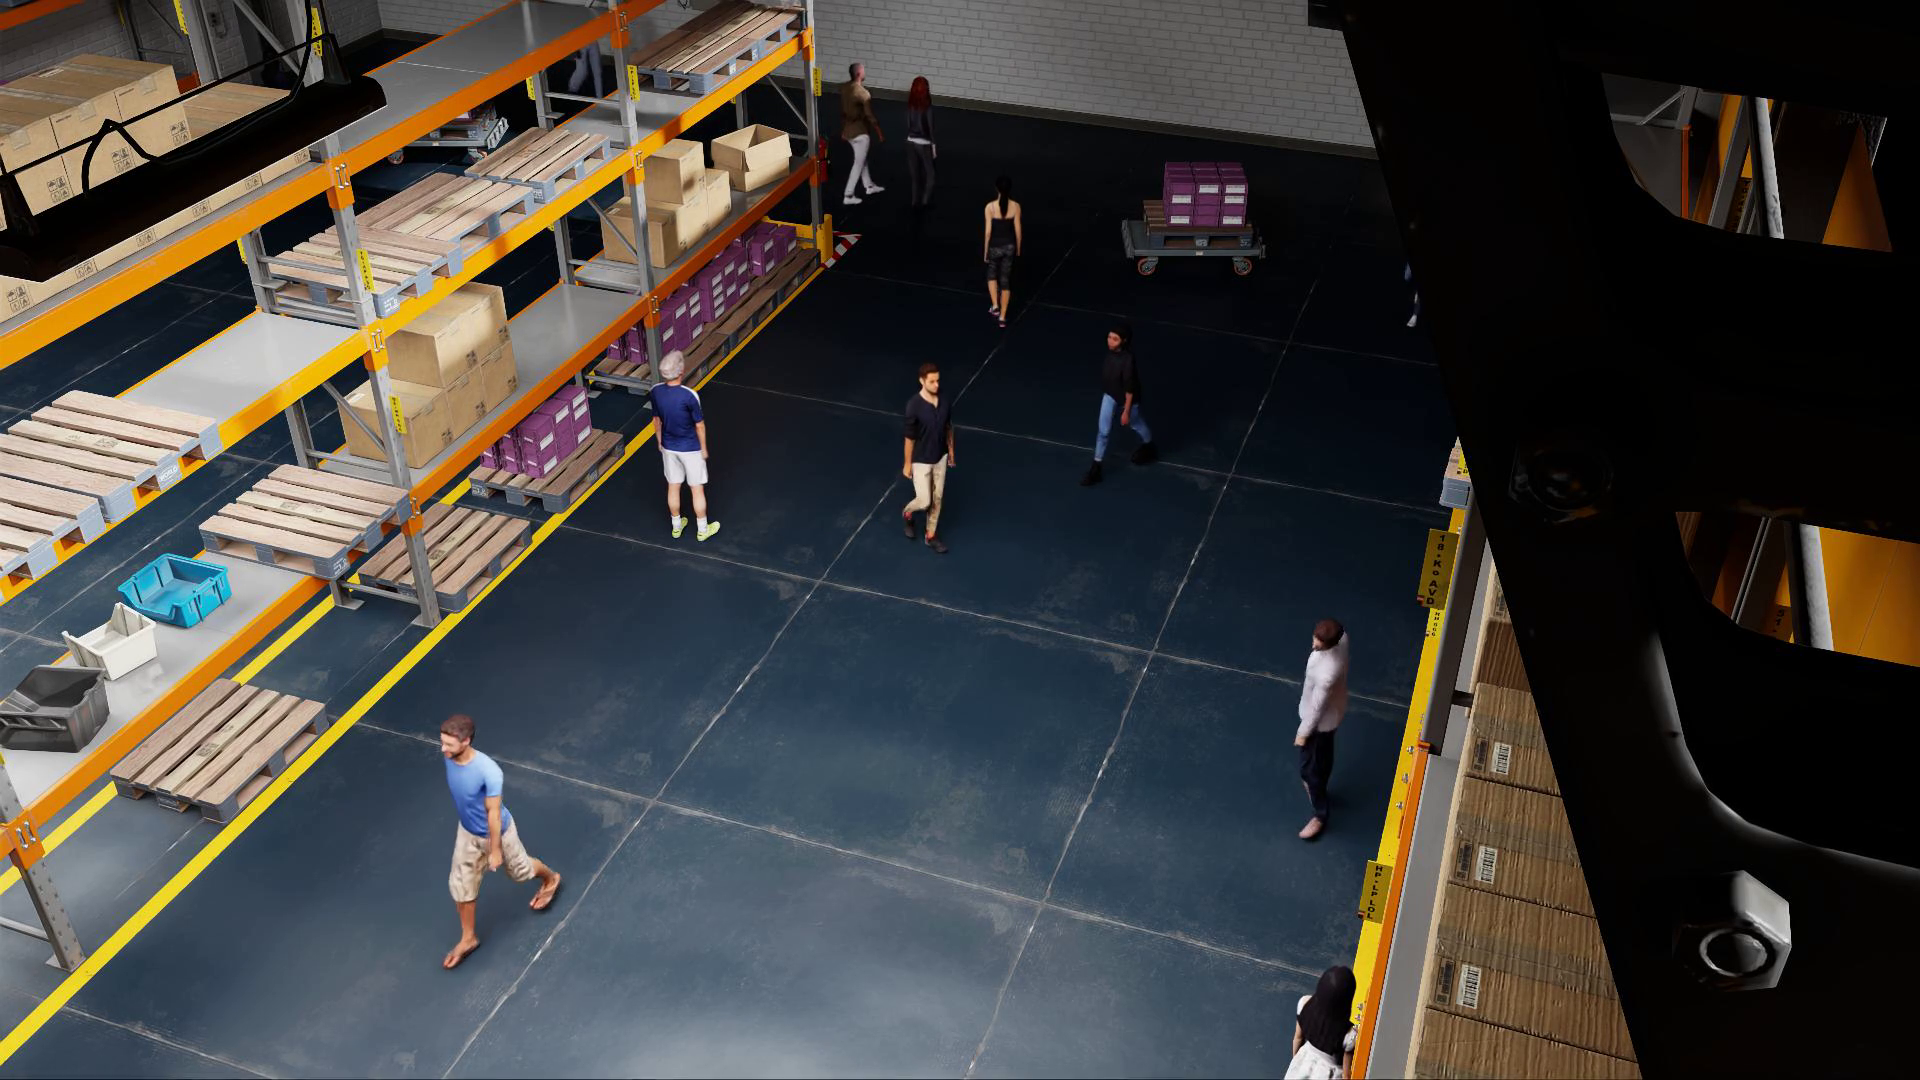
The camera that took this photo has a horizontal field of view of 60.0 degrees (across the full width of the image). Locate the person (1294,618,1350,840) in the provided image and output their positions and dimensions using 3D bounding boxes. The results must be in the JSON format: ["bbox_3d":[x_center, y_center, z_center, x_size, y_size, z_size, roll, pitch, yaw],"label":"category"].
[{"bbox_3d":[2.578,1.189,11.699,0.923,1.810,0.536,23,40,31],"label":"person"}]

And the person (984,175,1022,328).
[{"bbox_3d":[0.469,-3.143,18.302,0.734,1.715,0.813,-4,34,-6],"label":"person"}]

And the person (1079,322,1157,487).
[{"bbox_3d":[1.582,-1.325,15.645,1.278,1.629,0.985,-23,40,-30],"label":"person"}]

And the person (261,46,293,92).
[{"bbox_3d":[-9.023,-5.692,22.124,0.608,1.729,0.539,15,36,21],"label":"person"}]

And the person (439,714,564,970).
[{"bbox_3d":[-2.982,1.820,10.728,0.809,1.833,1.257,18,38,25],"label":"person"}]

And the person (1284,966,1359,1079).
[{"bbox_3d":[1.953,2.981,9.040,0.799,1.769,0.776,-25,41,-32],"label":"person"}]

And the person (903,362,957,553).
[{"bbox_3d":[-0.328,-0.752,14.582,0.856,1.851,0.912,-21,39,-29],"label":"person"}]

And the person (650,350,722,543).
[{"bbox_3d":[-2.461,-0.828,14.708,0.632,1.838,0.545,11,35,15],"label":"person"}]

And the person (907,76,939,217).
[{"bbox_3d":[-0.541,-4.902,20.914,0.736,1.753,0.715,23,40,31],"label":"person"}]

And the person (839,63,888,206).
[{"bbox_3d":[-1.343,-5.153,21.254,1.135,1.794,1.039,-22,40,-30],"label":"person"}]
